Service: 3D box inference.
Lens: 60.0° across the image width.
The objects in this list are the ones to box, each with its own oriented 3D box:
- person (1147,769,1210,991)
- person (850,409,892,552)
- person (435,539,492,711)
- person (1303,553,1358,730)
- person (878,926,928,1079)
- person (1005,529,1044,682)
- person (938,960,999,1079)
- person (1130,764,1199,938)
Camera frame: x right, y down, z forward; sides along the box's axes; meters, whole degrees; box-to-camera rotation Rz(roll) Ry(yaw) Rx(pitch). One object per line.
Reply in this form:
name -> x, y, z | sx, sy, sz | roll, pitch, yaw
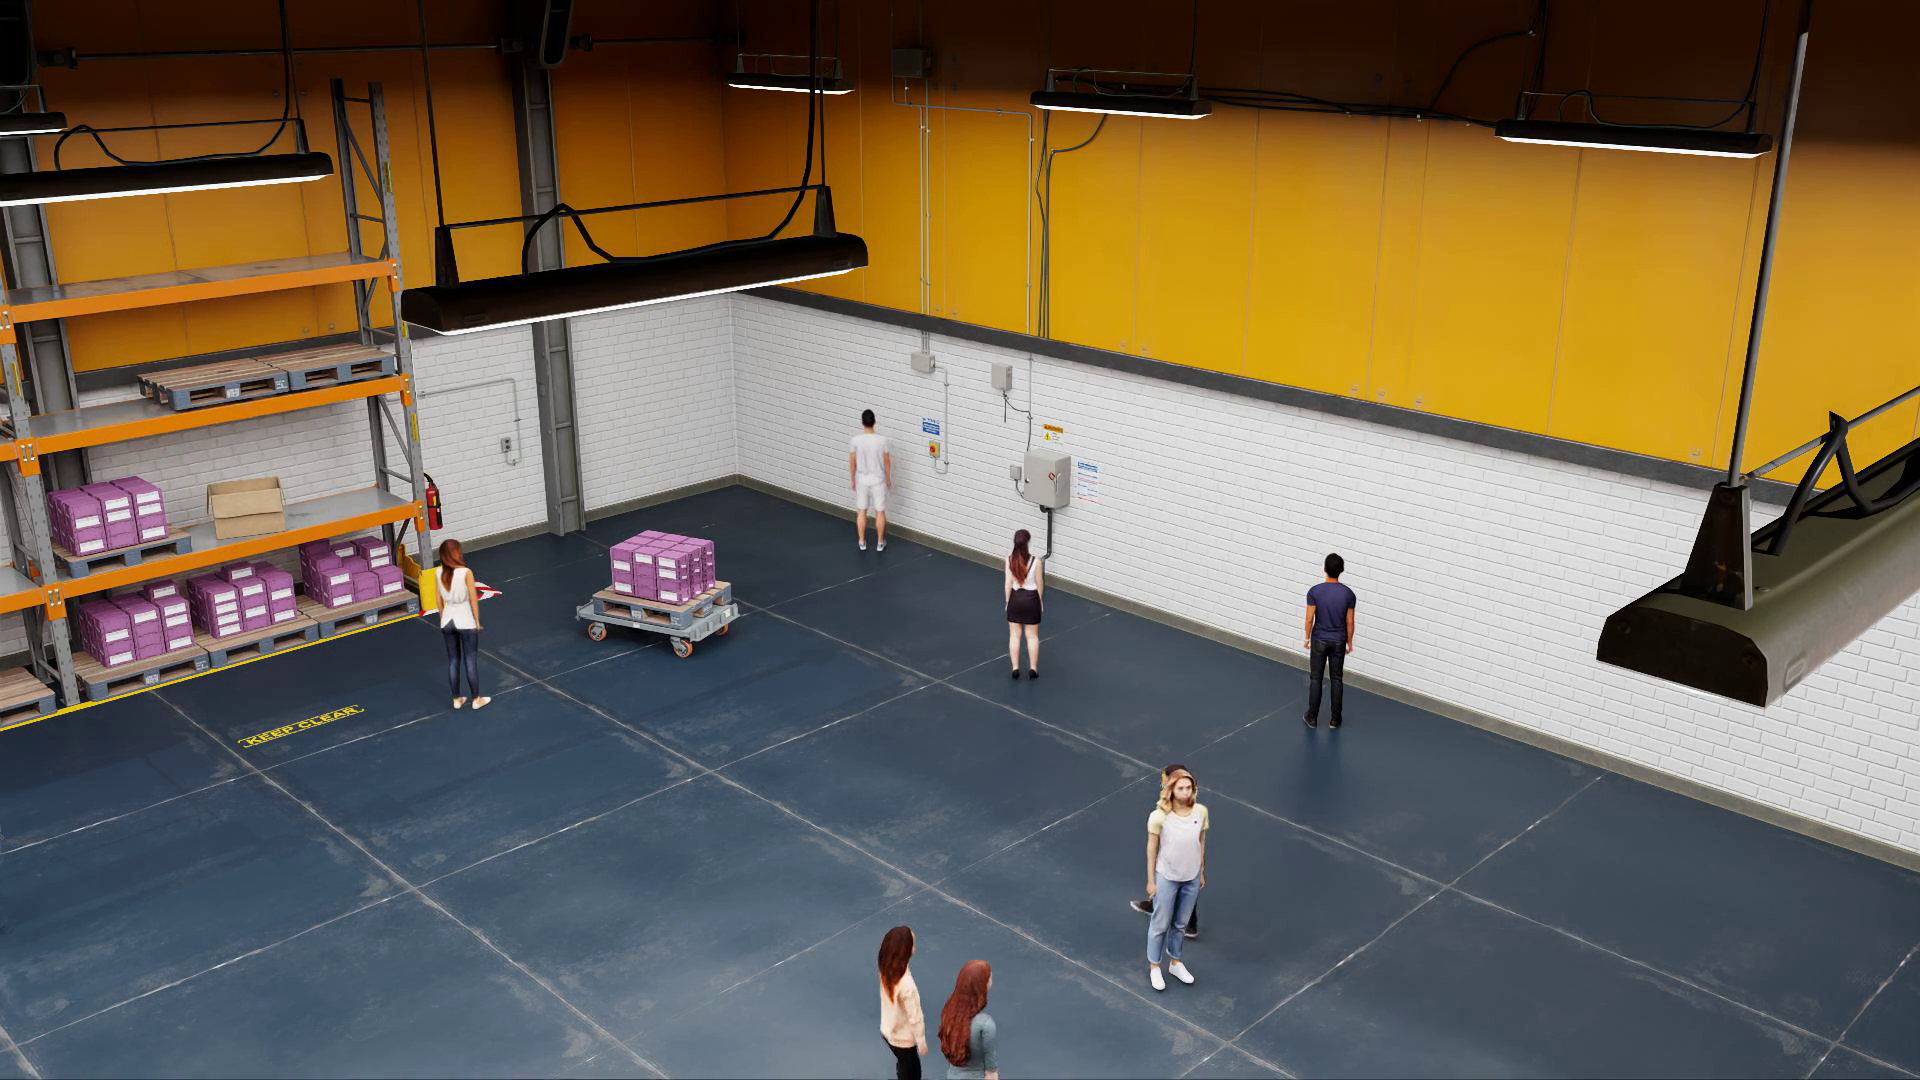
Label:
person -> 1.567, 2.444, 12.075 | 0.621, 1.722, 0.762 | -7, 20, -19
person -> -1.144, -0.769, 21.405 | 0.777, 1.857, 0.825 | 1, 19, 2
person -> -5.039, 0.850, 16.710 | 0.665, 1.785, 0.690 | 4, 19, 11
person -> 3.612, 0.985, 16.290 | 0.711, 1.797, 0.743 | 2, 19, 6
person -> -0.418, 3.130, 10.441 | 0.964, 1.464, 0.770 | -7, 20, -19
person -> 0.667, 0.682, 17.422 | 0.633, 1.648, 0.675 | 2, 19, 7
person -> 0.011, 3.264, 9.627 | 0.755, 1.730, 0.636 | -16, 25, -40
person -> 1.728, 2.383, 12.694 | 0.794, 1.442, 0.840 | 10, 21, 27
